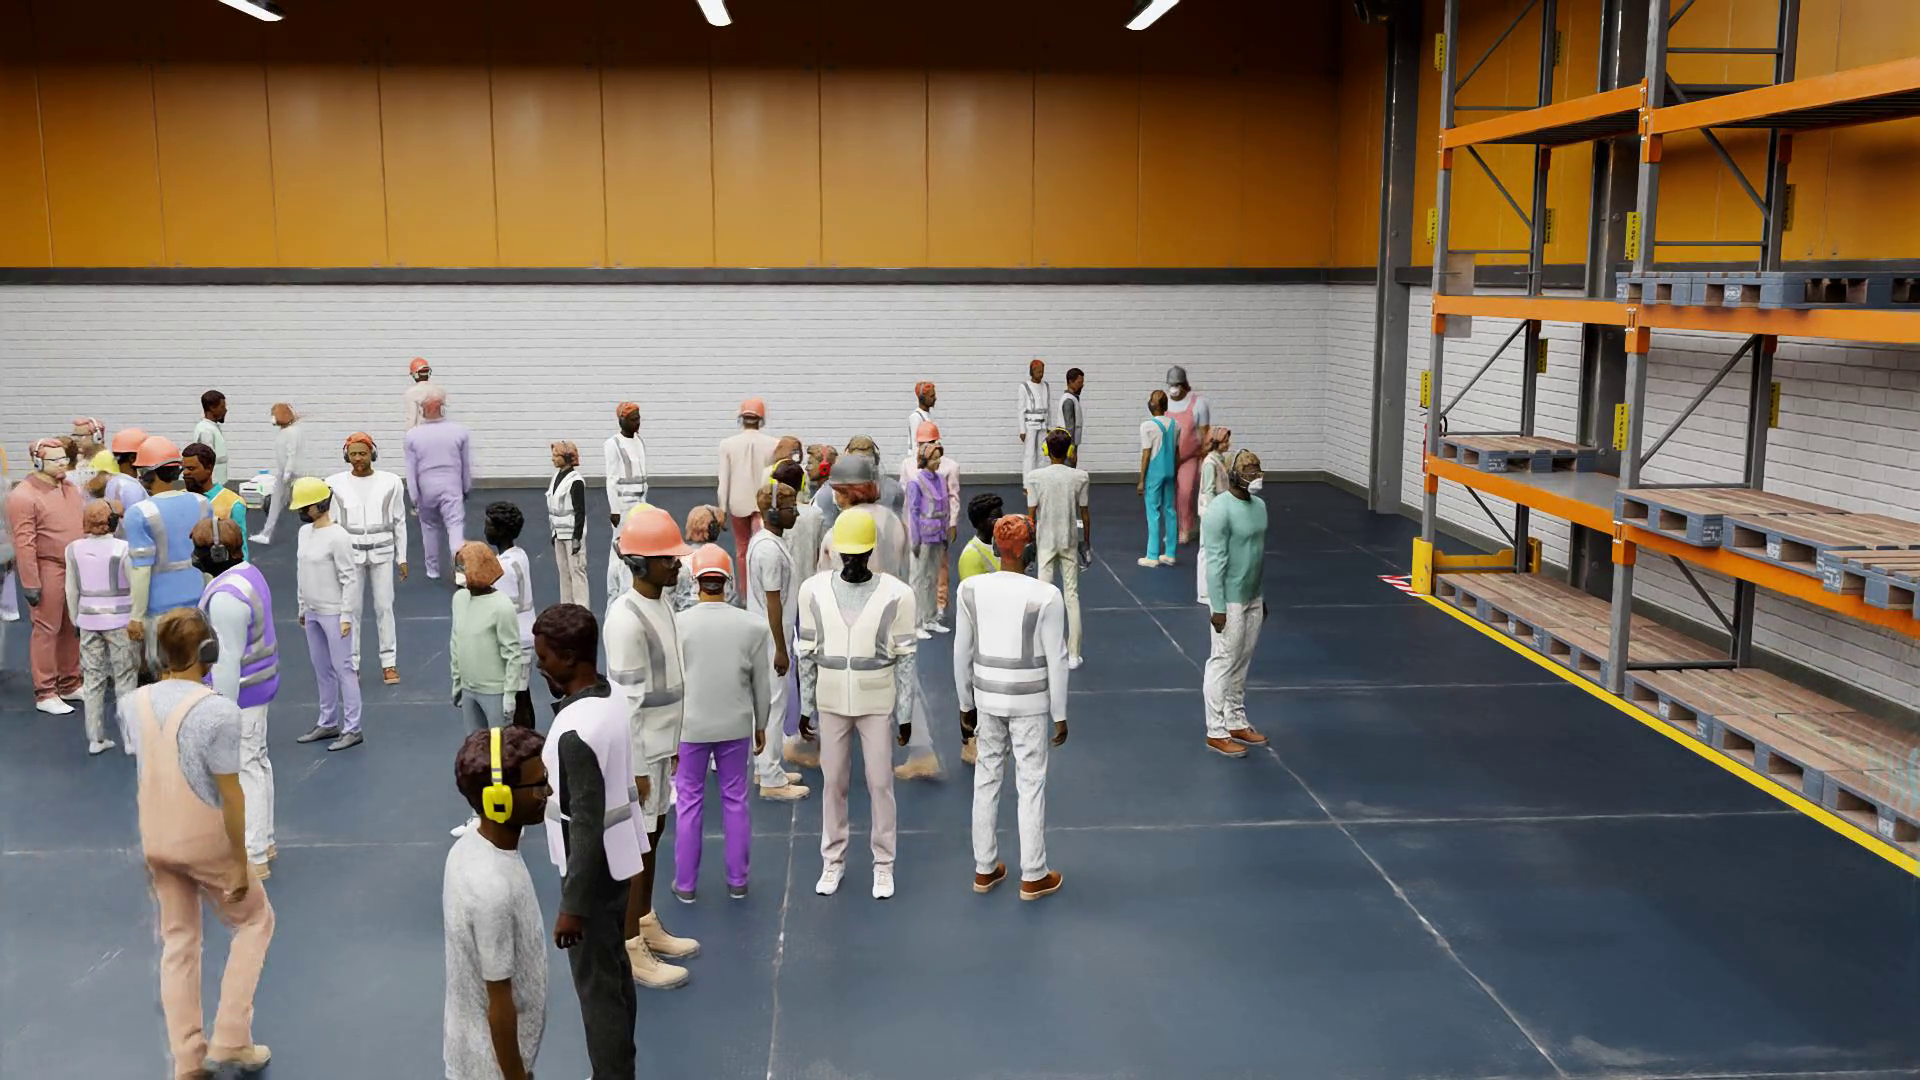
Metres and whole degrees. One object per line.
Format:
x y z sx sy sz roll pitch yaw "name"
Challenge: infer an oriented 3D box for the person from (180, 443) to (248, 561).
-5.024 0.301 11.148 0.593 1.920 0.392 3 9 17 "person"

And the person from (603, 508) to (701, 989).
-1.315 0.876 7.149 0.393 2.044 0.609 1 9 4 "person"

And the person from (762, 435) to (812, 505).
-1.526 -0.114 14.705 0.513 1.628 0.283 -7 12 -39 "person"

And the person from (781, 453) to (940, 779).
-0.582 0.423 10.002 1.093 2.000 0.675 7 11 36 "person"

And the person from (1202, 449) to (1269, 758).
1.761 0.388 10.542 0.368 1.939 0.632 7 11 36 "person"

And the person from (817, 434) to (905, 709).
-0.677 0.232 11.520 0.635 1.938 0.354 -3 10 -20 "person"

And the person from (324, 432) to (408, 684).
-4.375 0.142 12.258 0.584 1.882 0.337 -3 10 -19 "person"

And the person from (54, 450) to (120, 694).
-6.275 0.236 12.045 0.681 1.773 0.403 -5 10 -30 "person"

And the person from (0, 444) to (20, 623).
-8.447 -0.229 14.452 0.382 1.924 0.594 -5 10 -29 "person"

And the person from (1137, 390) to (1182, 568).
2.064 -0.637 17.268 0.508 1.844 0.336 -5 11 -31 "person"

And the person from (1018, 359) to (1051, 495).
1.037 -1.542 22.856 0.586 1.879 0.357 -8 12 -42 "person"

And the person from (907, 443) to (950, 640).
-0.264 0.000 13.914 0.309 1.639 0.522 5 10 29 "person"

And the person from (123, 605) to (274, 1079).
-2.819 1.143 6.196 0.501 1.818 0.463 2 9 13 "person"

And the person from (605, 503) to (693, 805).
-1.773 0.654 9.486 0.493 1.743 0.295 0 9 1 "person"

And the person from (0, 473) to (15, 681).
-7.231 0.122 12.239 0.487 1.930 0.638 4 10 25 "person"

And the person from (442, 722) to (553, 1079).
-1.196 1.397 4.416 0.334 1.873 0.521 -3 10 -21 "person"

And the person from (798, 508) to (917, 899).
-0.503 0.791 8.081 0.586 1.919 0.394 1 9 9 "person"

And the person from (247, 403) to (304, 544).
-7.588 -0.740 18.710 0.512 1.584 0.853 8 12 40 "person"

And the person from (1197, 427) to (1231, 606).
2.340 -0.221 15.302 0.314 1.640 0.516 3 10 18 "person"

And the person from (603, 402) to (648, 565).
-3.016 -0.315 15.124 0.337 1.882 0.583 3 10 19 "person"

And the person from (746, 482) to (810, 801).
-1.065 0.580 9.630 0.331 1.844 0.520 -2 9 -12 "person"

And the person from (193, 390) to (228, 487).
-7.323 -0.508 16.280 0.390 1.908 0.601 -3 10 -21 "person"

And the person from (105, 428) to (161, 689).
-5.918 0.159 11.981 0.355 1.939 0.544 -8 12 -41 "person"

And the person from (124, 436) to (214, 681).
-4.877 0.380 10.264 0.375 2.044 0.604 4 10 22 "person"

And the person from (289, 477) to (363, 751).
-4.068 0.467 10.614 0.534 1.758 0.329 7 11 36 "person"

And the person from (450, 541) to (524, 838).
-2.525 0.810 8.843 0.504 1.632 0.270 7 11 37 "person"

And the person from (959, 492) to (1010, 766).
0.155 0.546 10.304 0.316 1.695 0.542 3 9 17 "person"

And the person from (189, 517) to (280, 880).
-3.639 0.793 8.332 0.429 1.837 0.626 -2 9 -15 "person"

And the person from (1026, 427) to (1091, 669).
0.747 0.066 12.780 0.532 1.869 0.311 -1 9 -4 "person"

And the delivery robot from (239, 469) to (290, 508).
-8.838 -0.656 21.134 0.477 0.478 0.707 1 9 6 "delivery robot"

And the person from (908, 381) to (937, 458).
-0.386 -0.770 17.985 0.342 1.882 0.587 2 9 12 "person"

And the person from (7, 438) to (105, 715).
-6.264 0.241 11.567 0.407 1.906 0.655 1 9 5 "person"

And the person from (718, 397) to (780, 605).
-1.846 -0.298 14.876 0.631 1.945 1.027 -1 9 -5 "person"

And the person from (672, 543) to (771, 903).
-1.206 0.882 8.061 0.575 1.741 0.355 -3 10 -20 "person"

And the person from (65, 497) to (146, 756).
-5.353 0.548 10.471 0.521 1.639 0.311 1 9 8 "person"

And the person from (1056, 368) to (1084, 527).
1.317 -1.114 20.054 0.390 1.914 0.587 0 9 2 "person"

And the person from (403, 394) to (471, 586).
-5.104 -0.497 16.307 0.635 1.877 0.903 -4 10 -21 "person"

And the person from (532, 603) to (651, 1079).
-1.283 1.156 5.801 0.392 1.914 0.587 -1 9 -4 "person"

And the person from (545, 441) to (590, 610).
-3.316 -0.027 14.082 0.309 1.641 0.514 -7 11 -38 "person"

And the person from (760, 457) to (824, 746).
-1.079 0.405 10.669 0.313 1.864 0.530 9 13 44 "person"

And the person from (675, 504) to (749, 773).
-1.540 0.600 10.150 0.514 1.640 0.308 7 11 38 "person"

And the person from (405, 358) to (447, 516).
-6.735 -1.294 20.955 0.393 1.985 0.611 6 11 32 "person"

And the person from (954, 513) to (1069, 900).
0.256 0.806 8.090 0.587 1.882 0.341 5 10 26 "person"

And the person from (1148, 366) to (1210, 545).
2.401 -0.956 18.659 0.703 2.000 0.773 4 10 21 "person"

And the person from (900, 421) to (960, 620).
-0.282 -0.168 14.611 0.560 1.752 0.326 2 9 14 "person"

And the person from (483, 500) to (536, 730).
-2.685 0.609 9.912 0.318 1.697 0.535 -1 9 -8 "person"
